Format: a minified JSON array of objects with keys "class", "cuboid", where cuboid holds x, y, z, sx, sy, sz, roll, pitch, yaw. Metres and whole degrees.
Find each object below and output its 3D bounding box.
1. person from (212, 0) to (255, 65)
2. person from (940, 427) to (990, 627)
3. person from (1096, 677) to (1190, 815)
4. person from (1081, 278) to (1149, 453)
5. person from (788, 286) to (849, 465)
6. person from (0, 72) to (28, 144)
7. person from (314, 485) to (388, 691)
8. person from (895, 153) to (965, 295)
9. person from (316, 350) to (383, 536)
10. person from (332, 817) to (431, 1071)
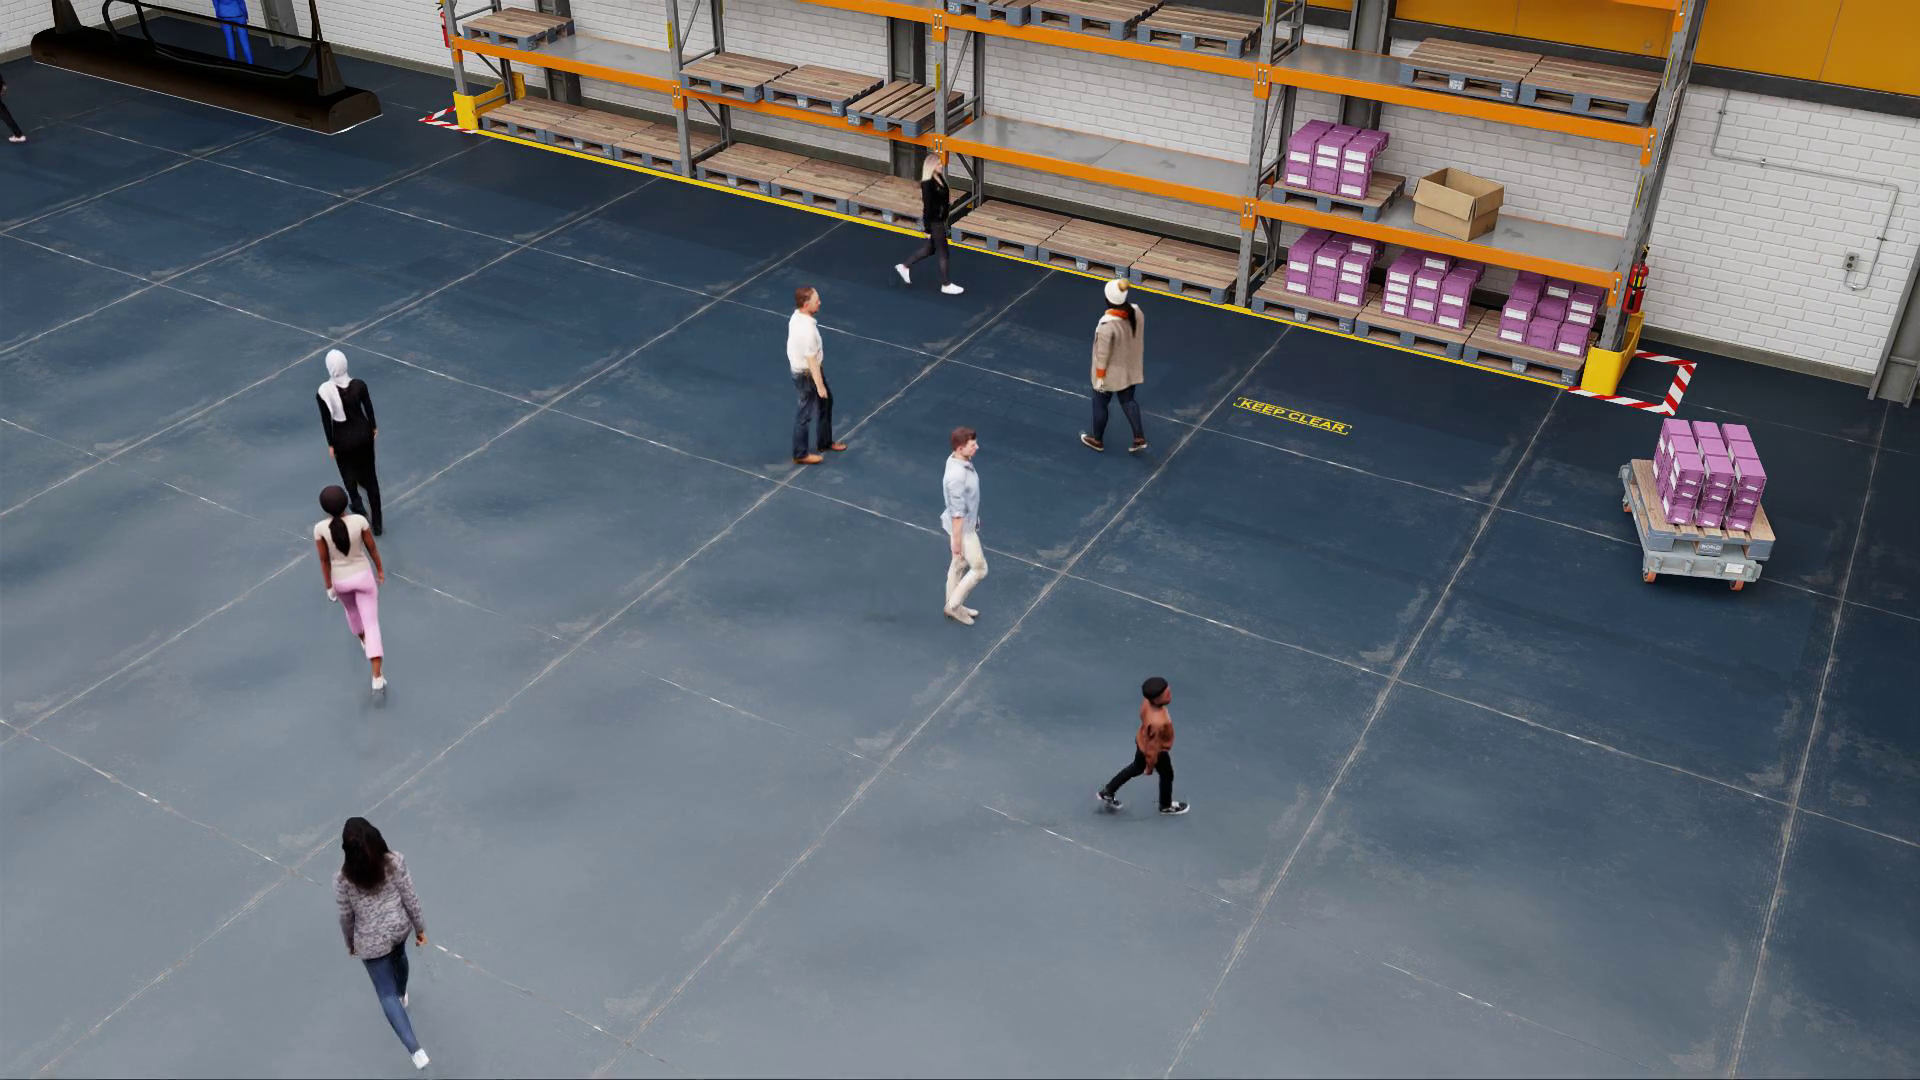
[{"class":"person","cuboid":[-11.243,-8.054,25.677,0.681,1.700,0.766,-5,34,-7]},{"class":"person","cuboid":[-0.078,-0.123,13.622,0.788,1.837,0.762,1,34,2]},{"class":"person","cuboid":[1.293,1.465,11.776,0.962,1.235,0.843,-4,34,-6]},{"class":"person","cuboid":[1.554,-1.659,15.888,0.927,1.887,1.062,-22,39,-29]},{"class":"person","cuboid":[-1.546,-1.550,15.766,0.979,1.840,0.914,-4,34,-6]},{"class":"person","cuboid":[-13.418,-6.251,23.085,1.192,1.567,0.901,7,34,10]},{"class":"person","cuboid":[-4.718,0.394,12.968,1.093,1.700,1.194,-9,35,-14]},{"class":"person","cuboid":[-0.375,-3.609,19.028,1.129,1.659,0.817,8,34,12]},{"class":"person","cuboid":[-5.347,-0.817,14.737,0.848,1.758,0.960,-18,37,-25]},{"class":"person","cuboid":[-3.424,2.413,9.933,0.950,1.697,1.247,-22,39,-29]}]
